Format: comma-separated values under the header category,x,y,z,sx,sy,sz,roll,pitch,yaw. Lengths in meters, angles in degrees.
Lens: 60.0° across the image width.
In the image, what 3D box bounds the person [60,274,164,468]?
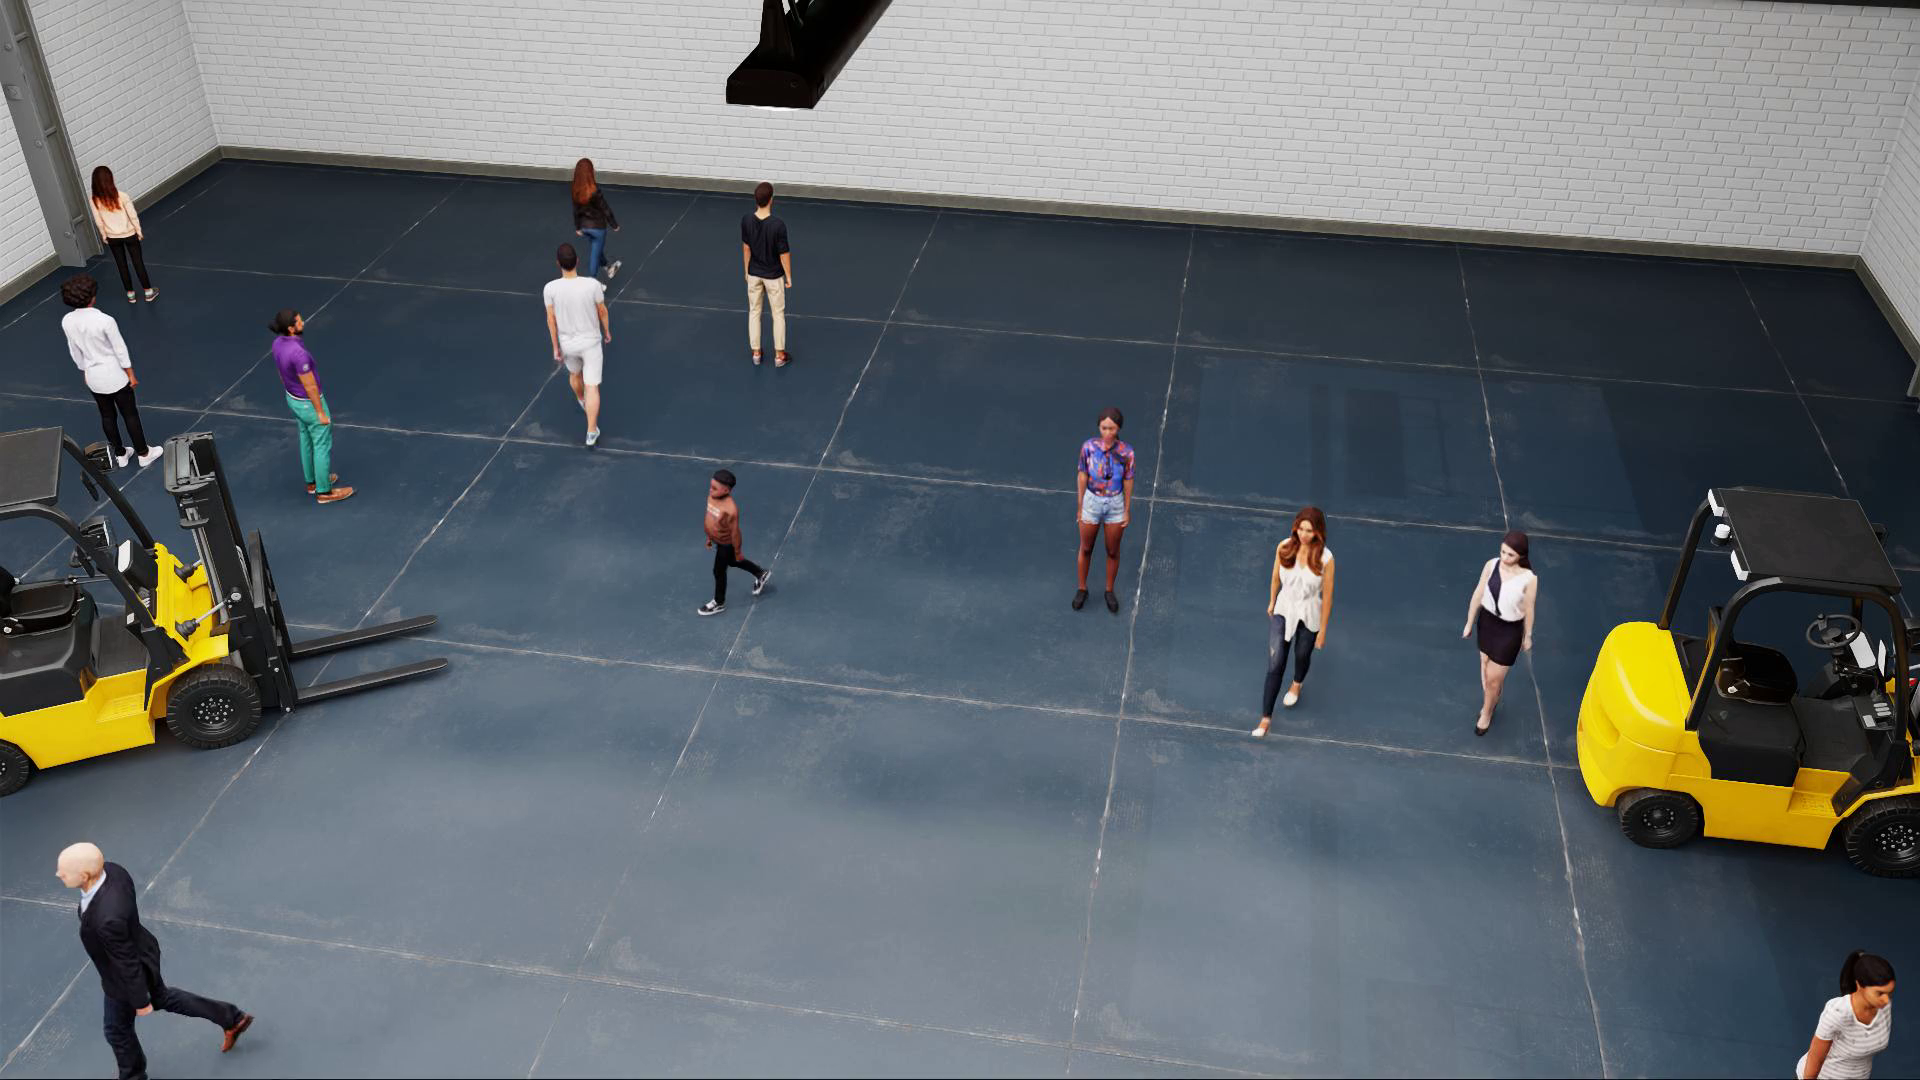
category,x,y,z,sx,sy,sz,roll,pitch,yaw
person,-7.460,-1.467,14.521,0.642,1.809,0.589,2,34,3

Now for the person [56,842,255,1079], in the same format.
category,x,y,z,sx,sy,sz,roll,pitch,yaw
person,-4.378,2.271,8.931,1.152,1.773,1.198,-13,36,-19

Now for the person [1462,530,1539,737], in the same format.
category,x,y,z,sx,sy,sz,roll,pitch,yaw
person,3.796,0.602,11.567,0.741,1.634,0.799,27,42,34

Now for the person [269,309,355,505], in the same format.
category,x,y,z,sx,sy,sz,roll,pitch,yaw
person,-5.540,-1.147,14.081,0.707,1.765,0.729,26,42,34

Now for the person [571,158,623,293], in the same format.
category,x,y,z,sx,sy,sz,roll,pitch,yaw
person,-3.912,-3.280,17.572,0.781,1.452,0.958,20,39,28

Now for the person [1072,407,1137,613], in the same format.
category,x,y,z,sx,sy,sz,roll,pitch,yaw
person,1.101,-0.240,12.738,0.589,1.741,0.515,4,34,6

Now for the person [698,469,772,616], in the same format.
category,x,y,z,sx,sy,sz,roll,pitch,yaw
person,-1.760,-0.021,12.863,0.914,1.237,0.876,-19,38,-26

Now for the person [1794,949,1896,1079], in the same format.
category,x,y,z,sx,sy,sz,roll,pitch,yaw
person,4.391,2.701,8.398,0.654,1.646,0.674,-11,35,-17

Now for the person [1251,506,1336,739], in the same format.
category,x,y,z,sx,sy,sz,roll,pitch,yaw
person,2.396,0.502,11.618,0.833,1.745,1.155,16,37,22

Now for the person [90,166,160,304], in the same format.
category,x,y,z,sx,sy,sz,roll,pitch,yaw
person,-8.793,-3.204,17.431,0.633,1.482,0.623,-6,34,-9

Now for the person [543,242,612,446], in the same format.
category,x,y,z,sx,sy,sz,roll,pitch,yaw
person,-3.399,-1.720,14.899,0.878,1.813,1.252,-2,34,-3

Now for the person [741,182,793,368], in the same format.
category,x,y,z,sx,sy,sz,roll,pitch,yaw
person,-1.889,-2.565,16.136,0.636,1.851,0.535,7,34,10
